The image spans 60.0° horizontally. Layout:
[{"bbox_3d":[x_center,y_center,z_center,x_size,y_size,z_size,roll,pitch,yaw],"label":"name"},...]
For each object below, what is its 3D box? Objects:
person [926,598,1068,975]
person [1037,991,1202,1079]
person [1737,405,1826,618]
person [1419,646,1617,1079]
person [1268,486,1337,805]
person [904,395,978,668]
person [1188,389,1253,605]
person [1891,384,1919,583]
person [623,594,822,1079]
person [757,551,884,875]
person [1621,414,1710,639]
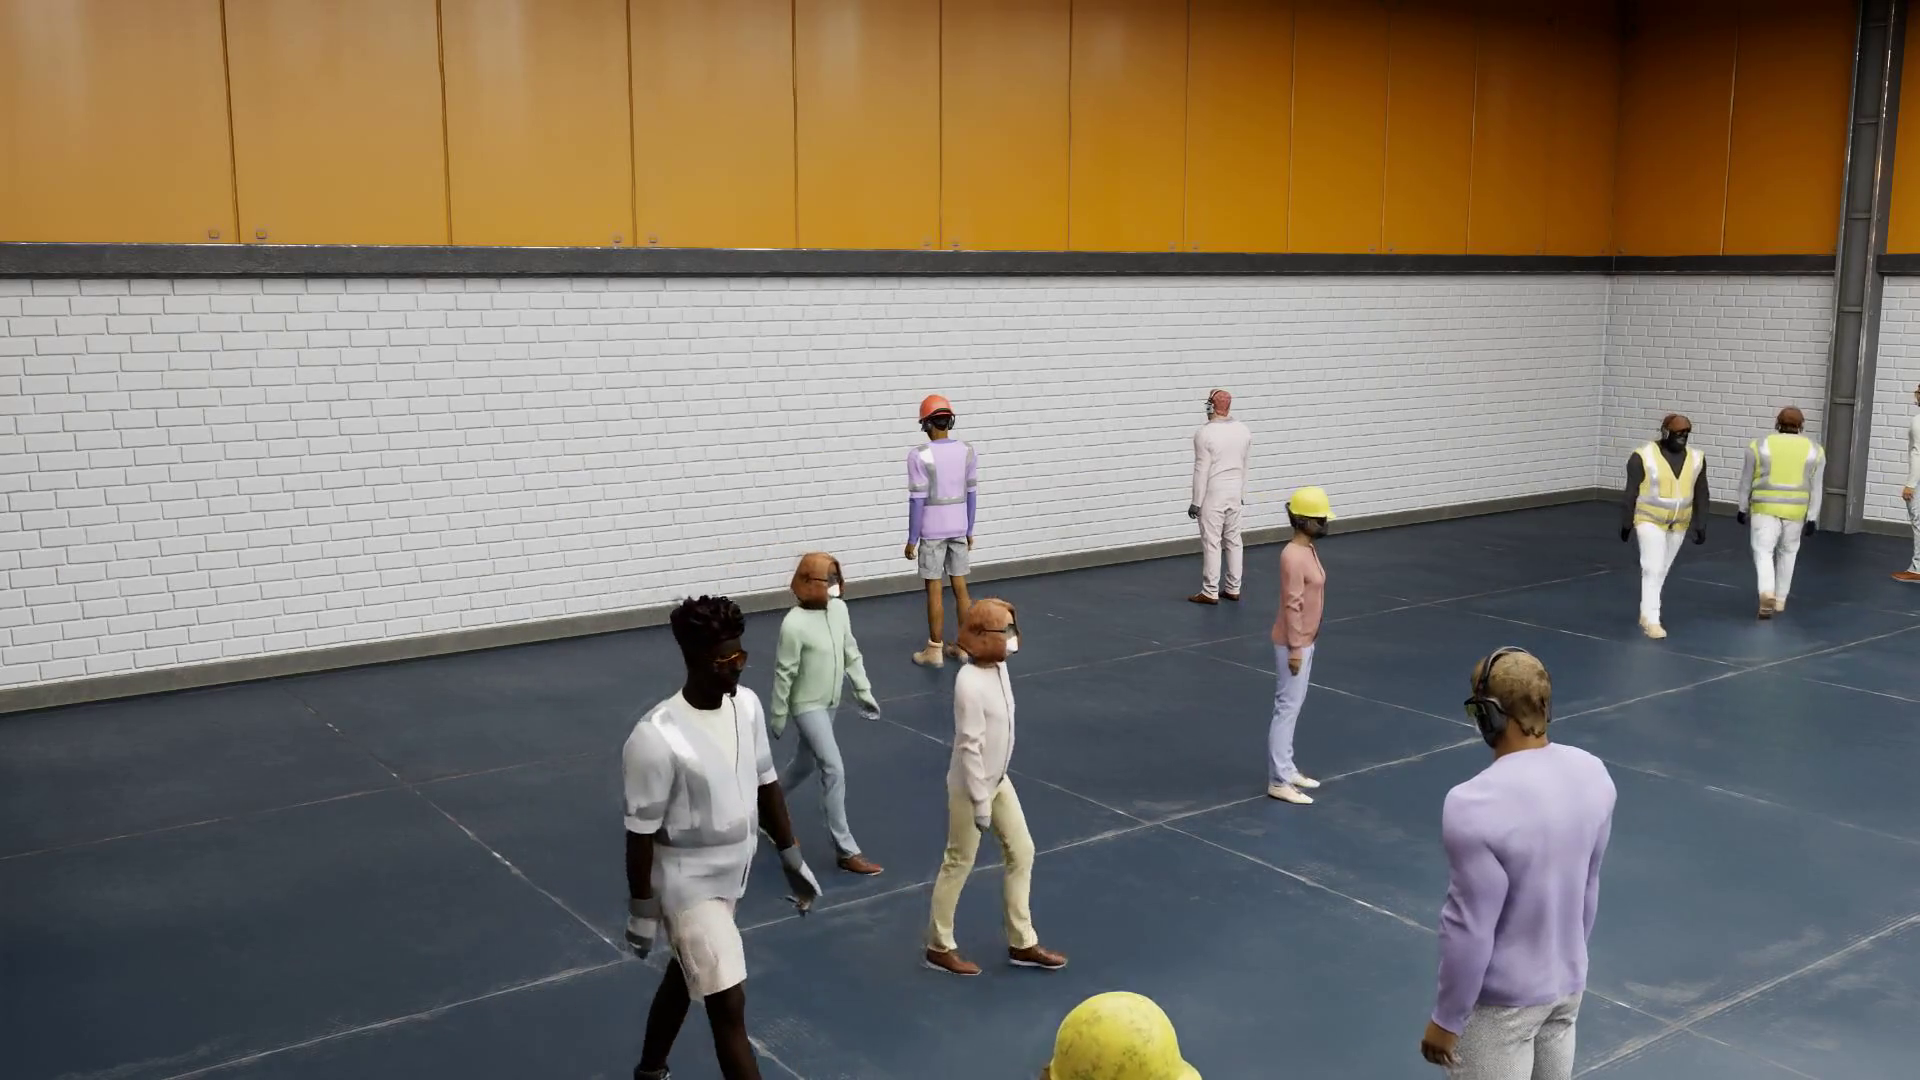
[{"bbox_3d":[0.162,1.040,6.883,0.701,1.612,0.523,3,10,19],"label":"person"},{"bbox_3d":[0.263,1.618,2.963,0.522,1.721,0.512,1,9,7],"label":"person"},{"bbox_3d":[7.007,-0.242,14.205,0.628,1.812,0.863,3,10,16],"label":"person"},{"bbox_3d":[1.524,1.250,4.613,0.627,1.933,0.373,-6,11,-34],"label":"person"},{"bbox_3d":[1.912,0.576,9.287,0.331,1.765,0.533,3,10,19],"label":"person"},{"bbox_3d":[-0.156,-0.066,12.417,0.605,2.033,0.399,-6,11,-34],"label":"person"},{"bbox_3d":[2.276,-0.382,14.752,0.637,1.911,0.403,-6,11,-34],"label":"person"},{"bbox_3d":[9.130,-0.556,15.729,0.627,1.941,0.373,-6,11,-34],"label":"person"},{"bbox_3d":[-0.753,1.120,5.463,1.001,1.909,0.623,4,10,24],"label":"person"},{"bbox_3d":[-0.759,0.824,8.281,0.847,1.594,0.497,5,10,26],"label":"person"},{"bbox_3d":[5.713,-0.108,13.404,0.624,1.803,0.863,-1,9,-7],"label":"person"}]
